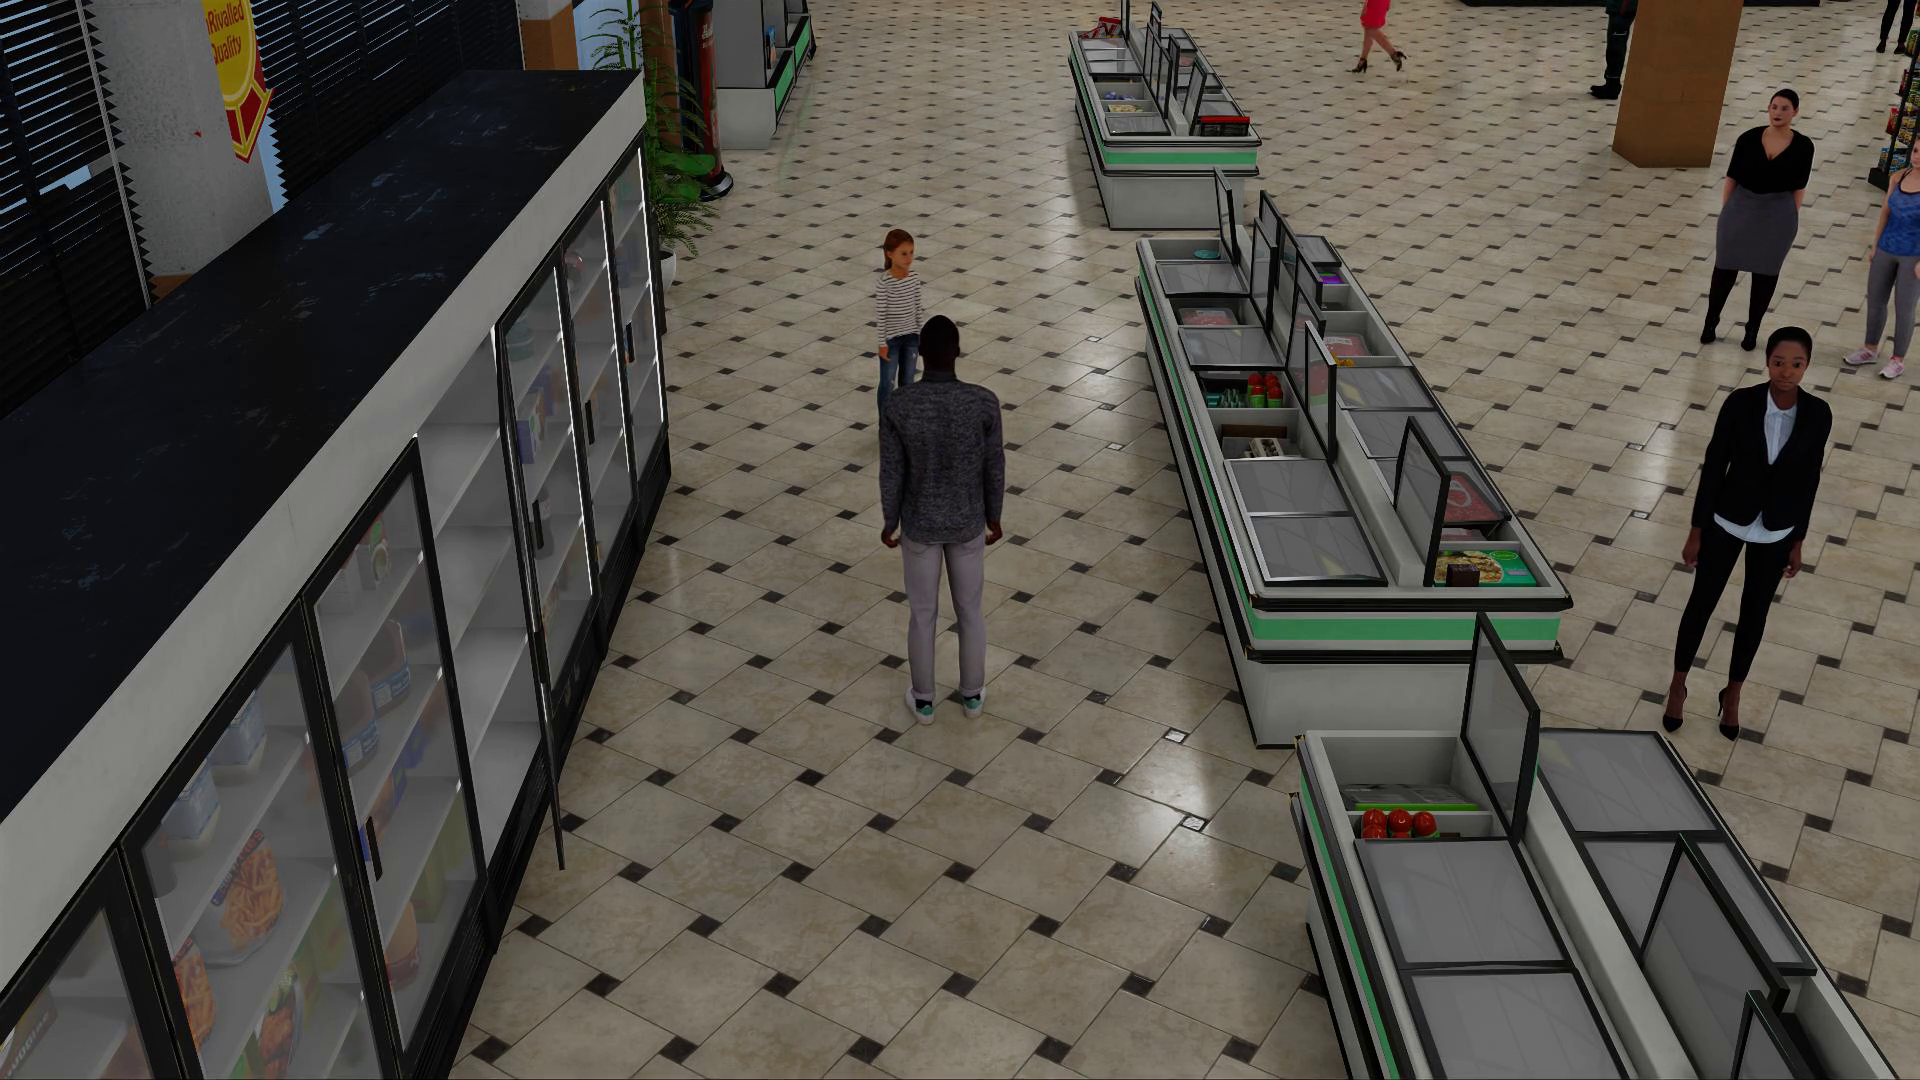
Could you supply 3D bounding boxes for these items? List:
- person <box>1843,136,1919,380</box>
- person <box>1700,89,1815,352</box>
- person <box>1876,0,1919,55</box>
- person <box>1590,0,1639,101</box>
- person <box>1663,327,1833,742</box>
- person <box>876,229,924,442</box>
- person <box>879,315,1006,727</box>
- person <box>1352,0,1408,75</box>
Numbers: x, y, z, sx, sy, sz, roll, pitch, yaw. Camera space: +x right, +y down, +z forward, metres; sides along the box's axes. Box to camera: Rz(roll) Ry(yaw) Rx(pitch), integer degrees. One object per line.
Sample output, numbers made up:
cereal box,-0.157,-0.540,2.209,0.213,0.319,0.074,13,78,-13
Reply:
person,6.110,-1.851,10.774,0.703,1.603,0.592,-11,29,-21
person,5.370,-2.154,11.199,0.771,1.760,0.792,15,31,27
person,11.798,-7.004,20.697,0.749,1.820,0.769,18,32,31
person,7.297,-5.817,18.333,0.820,1.839,0.667,9,28,17
person,3.250,-0.004,6.875,0.664,1.834,0.617,8,28,15
person,-0.368,-1.185,9.780,0.562,1.314,0.615,-18,32,-32
person,-0.073,-0.066,6.993,0.701,1.839,0.582,-3,27,-6
person,4.915,-6.242,19.323,0.955,1.701,1.021,-23,35,-38
